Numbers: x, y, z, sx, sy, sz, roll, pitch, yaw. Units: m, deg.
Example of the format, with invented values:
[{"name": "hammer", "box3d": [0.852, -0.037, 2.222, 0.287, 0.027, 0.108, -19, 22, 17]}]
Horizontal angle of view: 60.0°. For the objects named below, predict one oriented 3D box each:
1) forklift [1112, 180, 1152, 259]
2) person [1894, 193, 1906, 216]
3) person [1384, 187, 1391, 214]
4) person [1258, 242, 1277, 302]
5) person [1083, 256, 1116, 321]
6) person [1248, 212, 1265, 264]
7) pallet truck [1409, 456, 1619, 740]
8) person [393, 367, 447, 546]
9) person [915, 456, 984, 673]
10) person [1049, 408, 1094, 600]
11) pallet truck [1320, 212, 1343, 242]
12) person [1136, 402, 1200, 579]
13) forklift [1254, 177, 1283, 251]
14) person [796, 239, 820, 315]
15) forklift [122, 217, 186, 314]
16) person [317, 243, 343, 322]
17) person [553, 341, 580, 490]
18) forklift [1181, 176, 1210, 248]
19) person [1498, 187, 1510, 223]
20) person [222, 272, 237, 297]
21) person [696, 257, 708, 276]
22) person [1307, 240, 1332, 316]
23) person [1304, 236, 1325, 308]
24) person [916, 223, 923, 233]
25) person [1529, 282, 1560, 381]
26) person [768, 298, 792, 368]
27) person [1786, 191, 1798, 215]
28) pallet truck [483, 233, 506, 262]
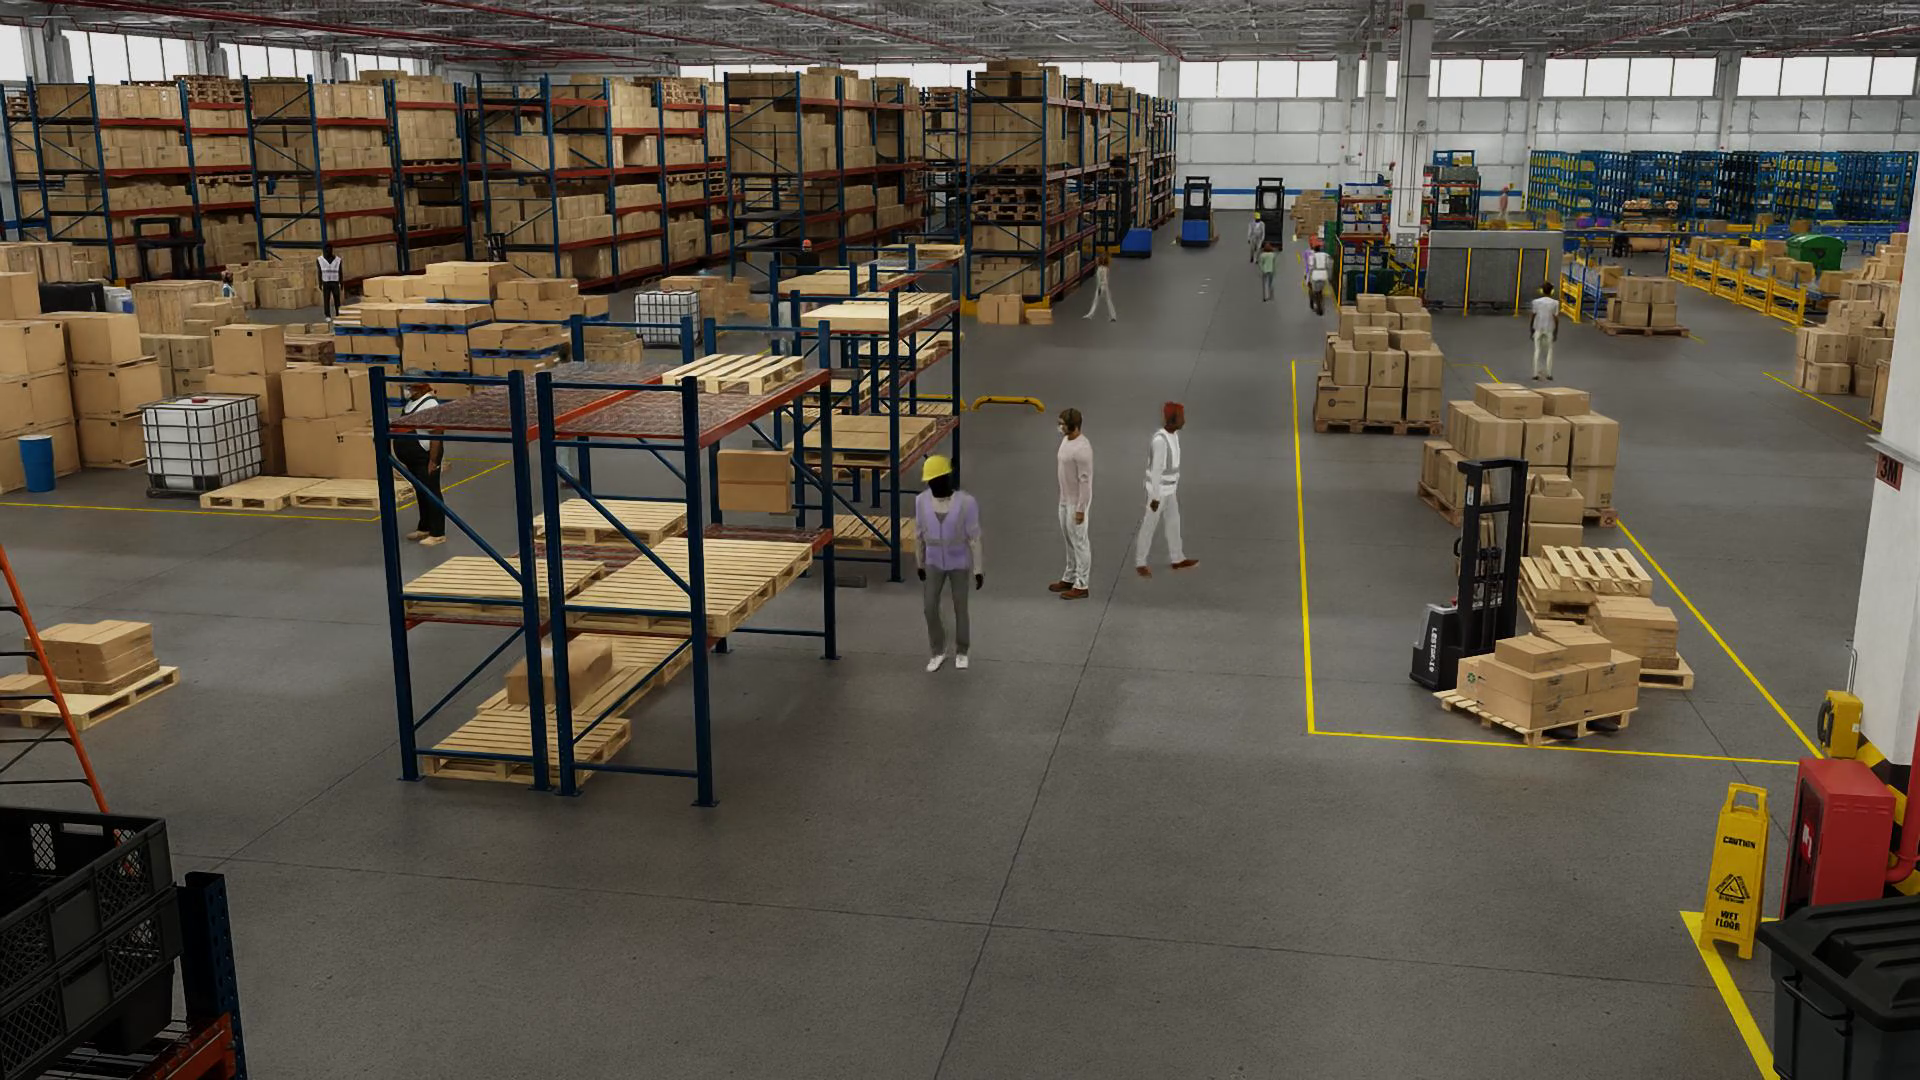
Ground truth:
[{"name": "forklift", "box3d": [6.082, -11.722, 60.796, 1.873, 2.768, 1.129, 2, 14, 9]}, {"name": "person", "box3d": [44.869, -15.706, 79.199, 0.729, 1.810, 0.386, -2, 14, -8]}, {"name": "person", "box3d": [21.917, -17.156, 84.819, 0.547, 1.923, 0.620, 10, 17, 35]}, {"name": "person", "box3d": [8.436, -7.363, 45.686, 0.515, 1.616, 0.434, -2, 14, -7]}, {"name": "person", "box3d": [3.480, -6.186, 40.963, 0.846, 1.584, 0.567, 8, 16, 28]}, {"name": "person", "box3d": [10.432, -10.604, 58.451, 0.594, 1.818, 0.414, 0, 14, 1]}, {"name": "pallet truck", "box3d": [4.504, 0.400, 13.395, 0.823, 1.965, 1.885, -6, 15, -23]}, {"name": "person", "box3d": [-6.119, -0.951, 18.795, 0.537, 2.000, 0.689, -10, 17, -36]}, {"name": "person", "box3d": [-0.090, 0.217, 14.331, 0.671, 1.896, 0.623, 3, 14, 13]}, {"name": "person", "box3d": [1.135, -0.369, 16.650, 0.374, 1.936, 0.627, -4, 14, -14]}, {"name": "pallet truck", "box3d": [15.874, -13.227, 70.310, 0.680, 1.201, 1.601, 10, 17, 35]}, {"name": "person", "box3d": [2.175, -0.521, 17.450, 0.617, 1.856, 0.672, 6, 15, 23]}, {"name": "forklift", "box3d": [12.083, -12.747, 64.956, 1.129, 2.768, 1.873, 3, 14, 10]}, {"name": "person", "box3d": [-3.747, -6.401, 41.011, 0.622, 1.993, 0.382, -4, 15, -18]}, {"name": "forklift", "box3d": [-16.871, -5.409, 35.166, 1.873, 2.768, 1.129, 11, 18, 38]}, {"name": "person", "box3d": [-15.490, -6.341, 40.951, 0.587, 1.911, 0.397, -8, 16, -29]}, {"name": "person", "box3d": [-5.147, -1.635, 21.782, 0.354, 1.936, 0.635, -2, 14, -8]}, {"name": "forklift", "box3d": [9.483, -13.176, 66.698, 1.129, 2.768, 1.873, 2, 14, 10]}, {"name": "person", "box3d": [26.225, -15.923, 79.749, 0.962, 1.951, 0.647, 1, 14, 3]}, {"name": "person", "box3d": [-15.719, -4.949, 35.850, 0.306, 1.639, 0.523, -4, 14, -14]}, {"name": "person", "box3d": [-6.113, -5.891, 39.569, 0.393, 1.685, 0.538, -1, 14, -3]}, {"name": "person", "box3d": [9.103, -6.679, 42.388, 0.614, 1.879, 0.873, -3, 14, -11]}, {"name": "person", "box3d": [9.366, -7.087, 43.990, 0.555, 1.910, 0.526, 1, 14, 5]}, {"name": "person", "box3d": [-1.561, -11.035, 60.146, 0.633, 1.842, 0.429, 6, 15, 22]}, {"name": "person", "box3d": [10.930, -3.893, 31.133, 0.521, 1.856, 0.355, 6, 15, 23]}, {"name": "person", "box3d": [-3.181, -3.687, 30.208, 0.404, 1.900, 0.692, 7, 16, 28]}, {"name": "person", "box3d": [40.650, -16.217, 81.201, 0.595, 1.831, 0.403, 2, 14, 7]}, {"name": "pallet truck", "box3d": [-11.832, -7.026, 43.548, 1.885, 1.965, 0.823, 8, 16, 28]}]
